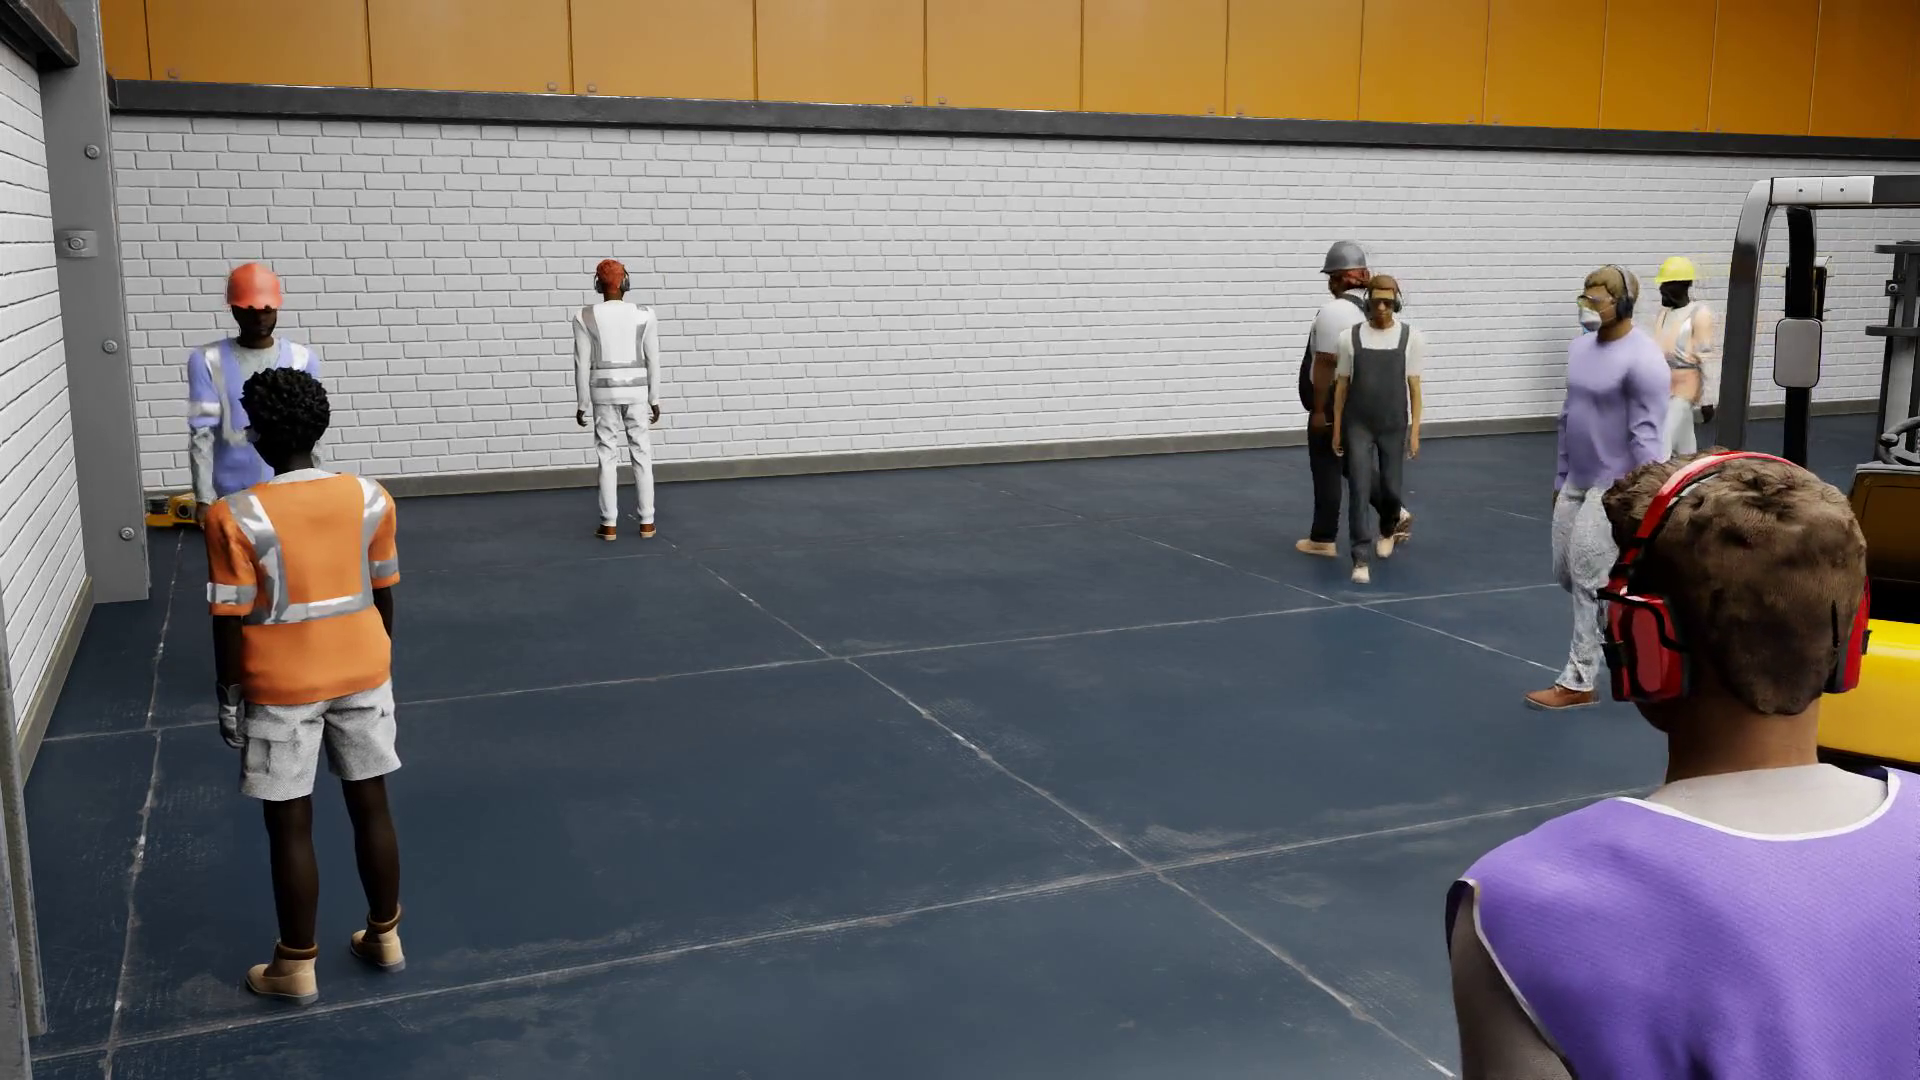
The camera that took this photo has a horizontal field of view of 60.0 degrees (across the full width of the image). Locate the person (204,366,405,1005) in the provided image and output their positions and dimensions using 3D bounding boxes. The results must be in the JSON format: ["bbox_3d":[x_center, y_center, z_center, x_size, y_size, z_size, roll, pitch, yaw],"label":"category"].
[{"bbox_3d":[-1.733,0.386,4.442,0.317,1.693,0.535,9,14,41],"label":"person"}]

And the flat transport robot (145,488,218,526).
[{"bbox_3d":[-4.926,-0.234,11.769,1.431,0.197,0.652,2,10,9],"label":"flat transport robot"}]

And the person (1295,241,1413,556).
[{"bbox_3d":[2.464,-0.895,10.533,0.686,2.000,0.674,-9,14,-41],"label":"person"}]

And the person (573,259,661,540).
[{"bbox_3d":[-2.299,-0.938,11.202,0.572,1.886,0.355,-3,11,-18],"label":"person"}]

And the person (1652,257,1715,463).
[{"bbox_3d":[5.016,-1.059,11.866,0.941,1.881,0.611,-1,10,-5],"label":"person"}]

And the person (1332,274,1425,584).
[{"bbox_3d":[2.499,-0.682,9.983,0.516,1.824,0.739,3,11,15],"label":"person"}]

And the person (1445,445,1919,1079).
[{"bbox_3d":[0.684,0.839,1.522,0.572,1.840,0.373,-3,11,-16],"label":"person"}]

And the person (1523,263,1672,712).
[{"bbox_3d":[2.813,-0.214,7.110,0.693,1.922,0.641,-1,10,-8],"label":"person"}]

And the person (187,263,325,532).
[{"bbox_3d":[-3.026,-0.228,7.215,0.570,1.915,0.625,-5,11,-26],"label":"person"}]

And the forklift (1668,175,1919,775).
[{"bbox_3d":[2.810,0.094,4.662,1.214,2.155,2.313,7,12,34],"label":"forklift"}]

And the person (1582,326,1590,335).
[{"bbox_3d":[6.434,-1.856,16.777,0.517,1.699,0.318,-6,12,-28],"label":"person"}]
